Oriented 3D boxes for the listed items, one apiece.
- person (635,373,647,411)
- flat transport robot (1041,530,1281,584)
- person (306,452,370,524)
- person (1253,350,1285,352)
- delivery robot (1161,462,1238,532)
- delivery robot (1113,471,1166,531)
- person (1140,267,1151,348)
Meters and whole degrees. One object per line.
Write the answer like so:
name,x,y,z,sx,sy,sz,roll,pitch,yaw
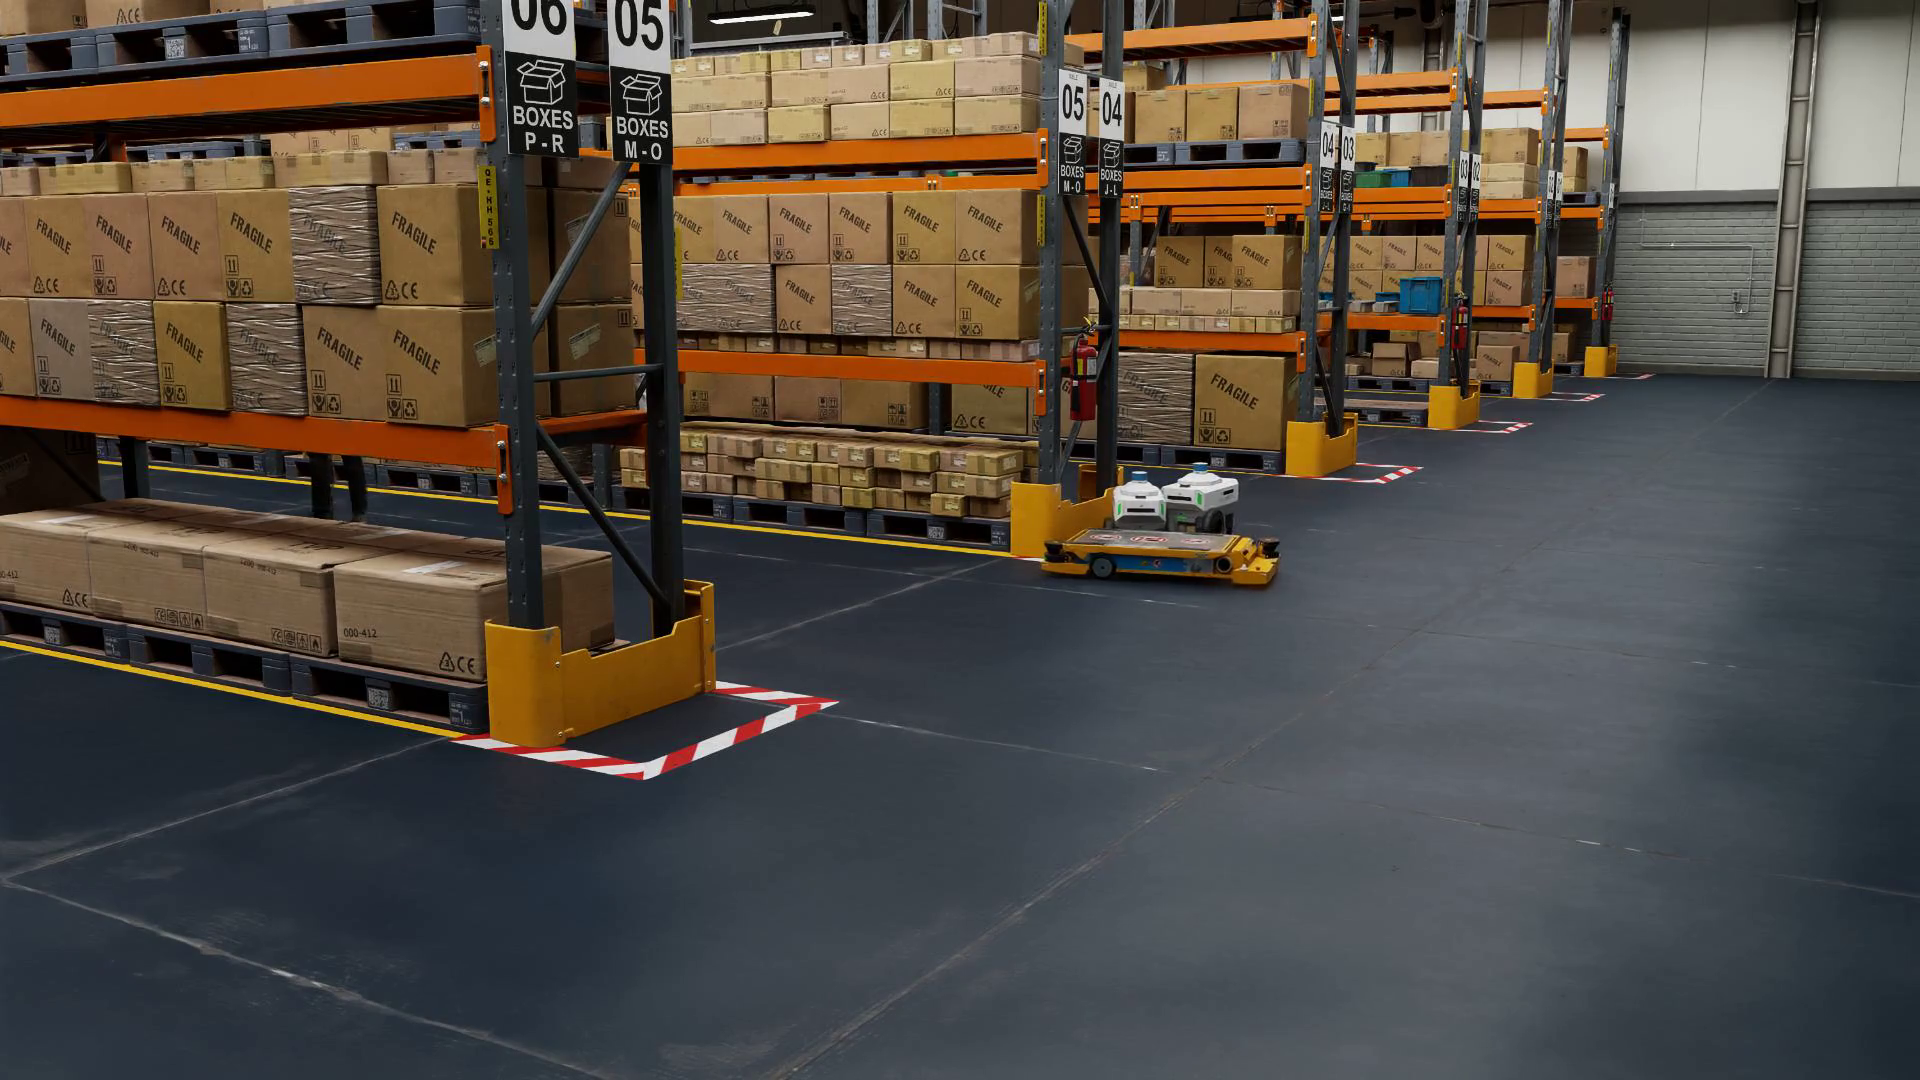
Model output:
person,-3.331,-1.931,17.873,0.429,1.844,0.625,9,13,43
flat transport robot,1.290,0.091,10.624,1.431,0.197,0.652,3,10,17
person,-4.677,-1.046,12.290,0.447,1.994,0.633,7,12,37
person,3.164,-1.927,17.607,0.643,1.920,0.659,8,13,39
delivery robot,1.713,-0.311,11.873,0.477,0.478,0.707,6,11,32
delivery robot,1.223,-0.226,11.376,0.477,0.478,0.707,1,10,4
person,2.892,-3.260,25.614,0.896,1.848,0.611,5,11,25
